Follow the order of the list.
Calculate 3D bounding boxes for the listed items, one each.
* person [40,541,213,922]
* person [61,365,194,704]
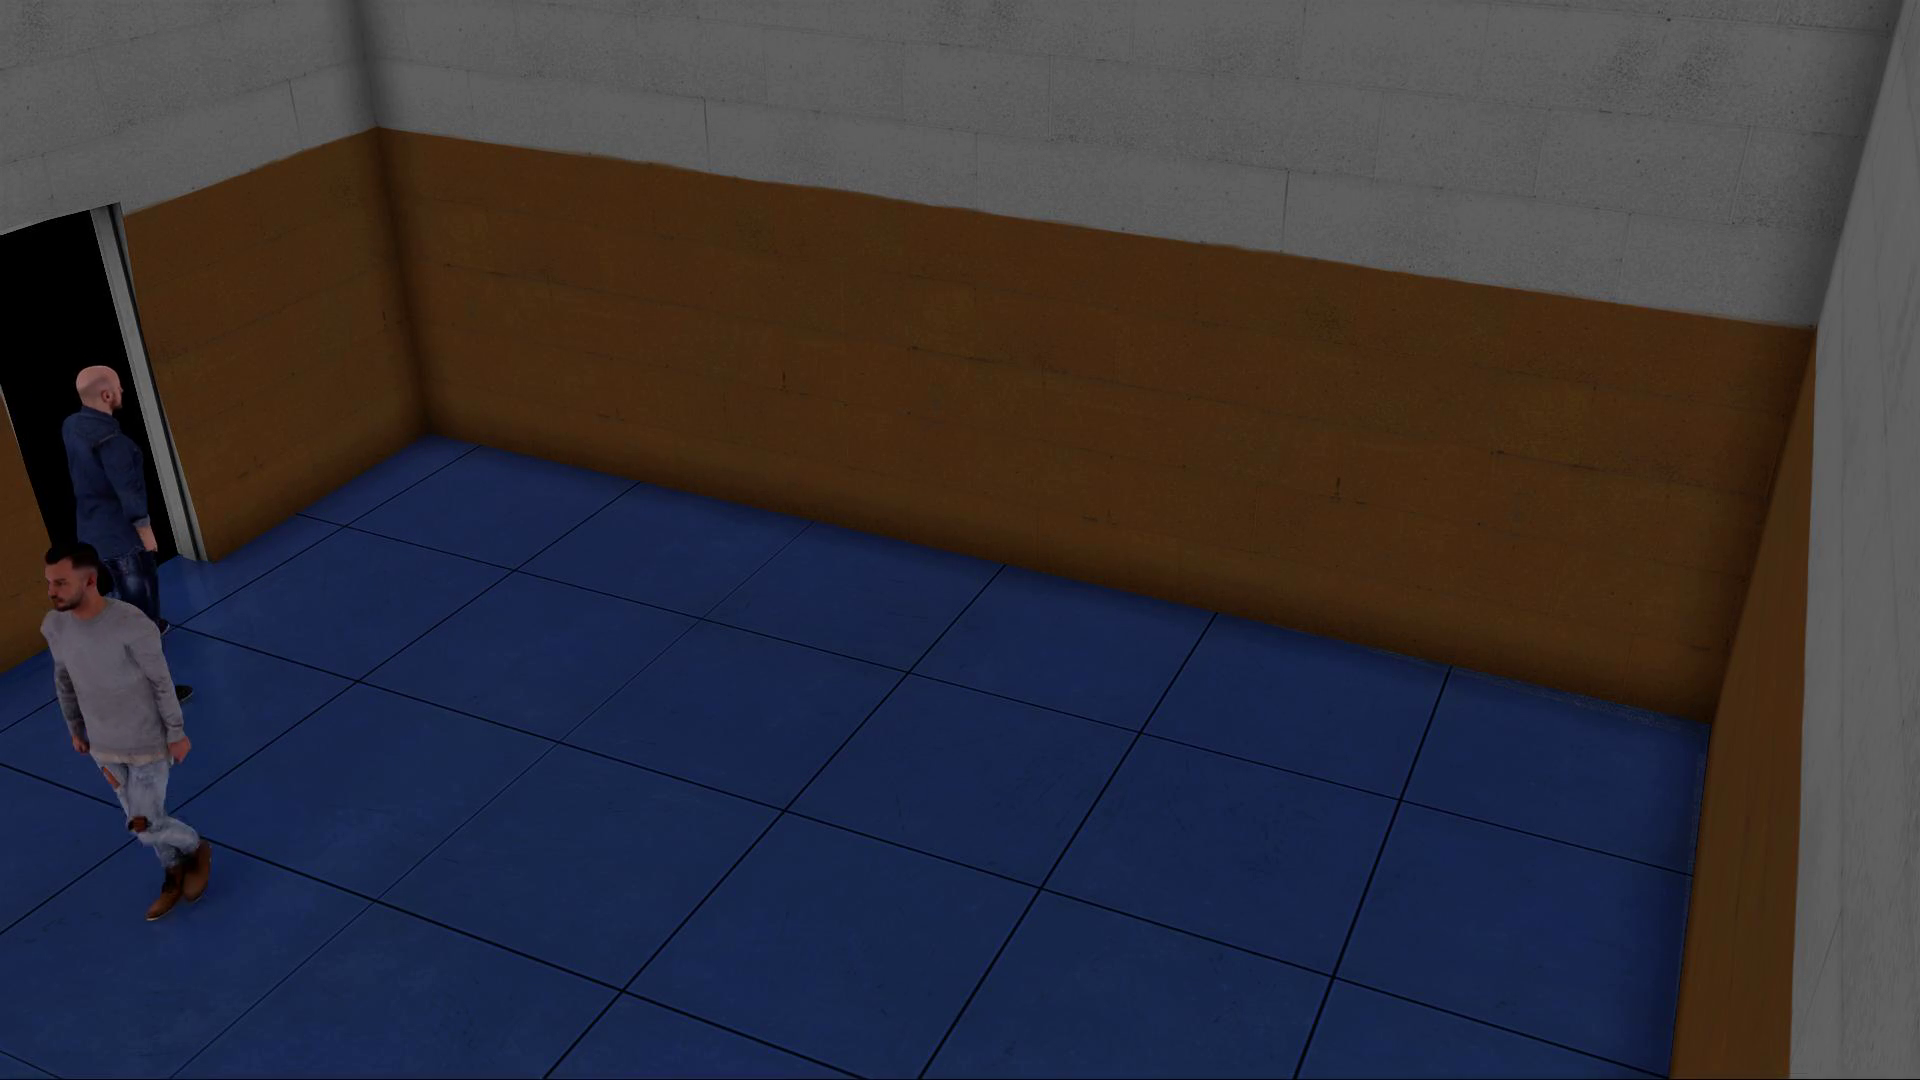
[{"bbox_3d":[-3.465,0.780,7.048,0.658,1.825,0.809,7,29,13],"label":"person"},{"bbox_3d":[-4.309,-0.009,8.530,0.811,1.789,1.030,21,35,34],"label":"person"}]
